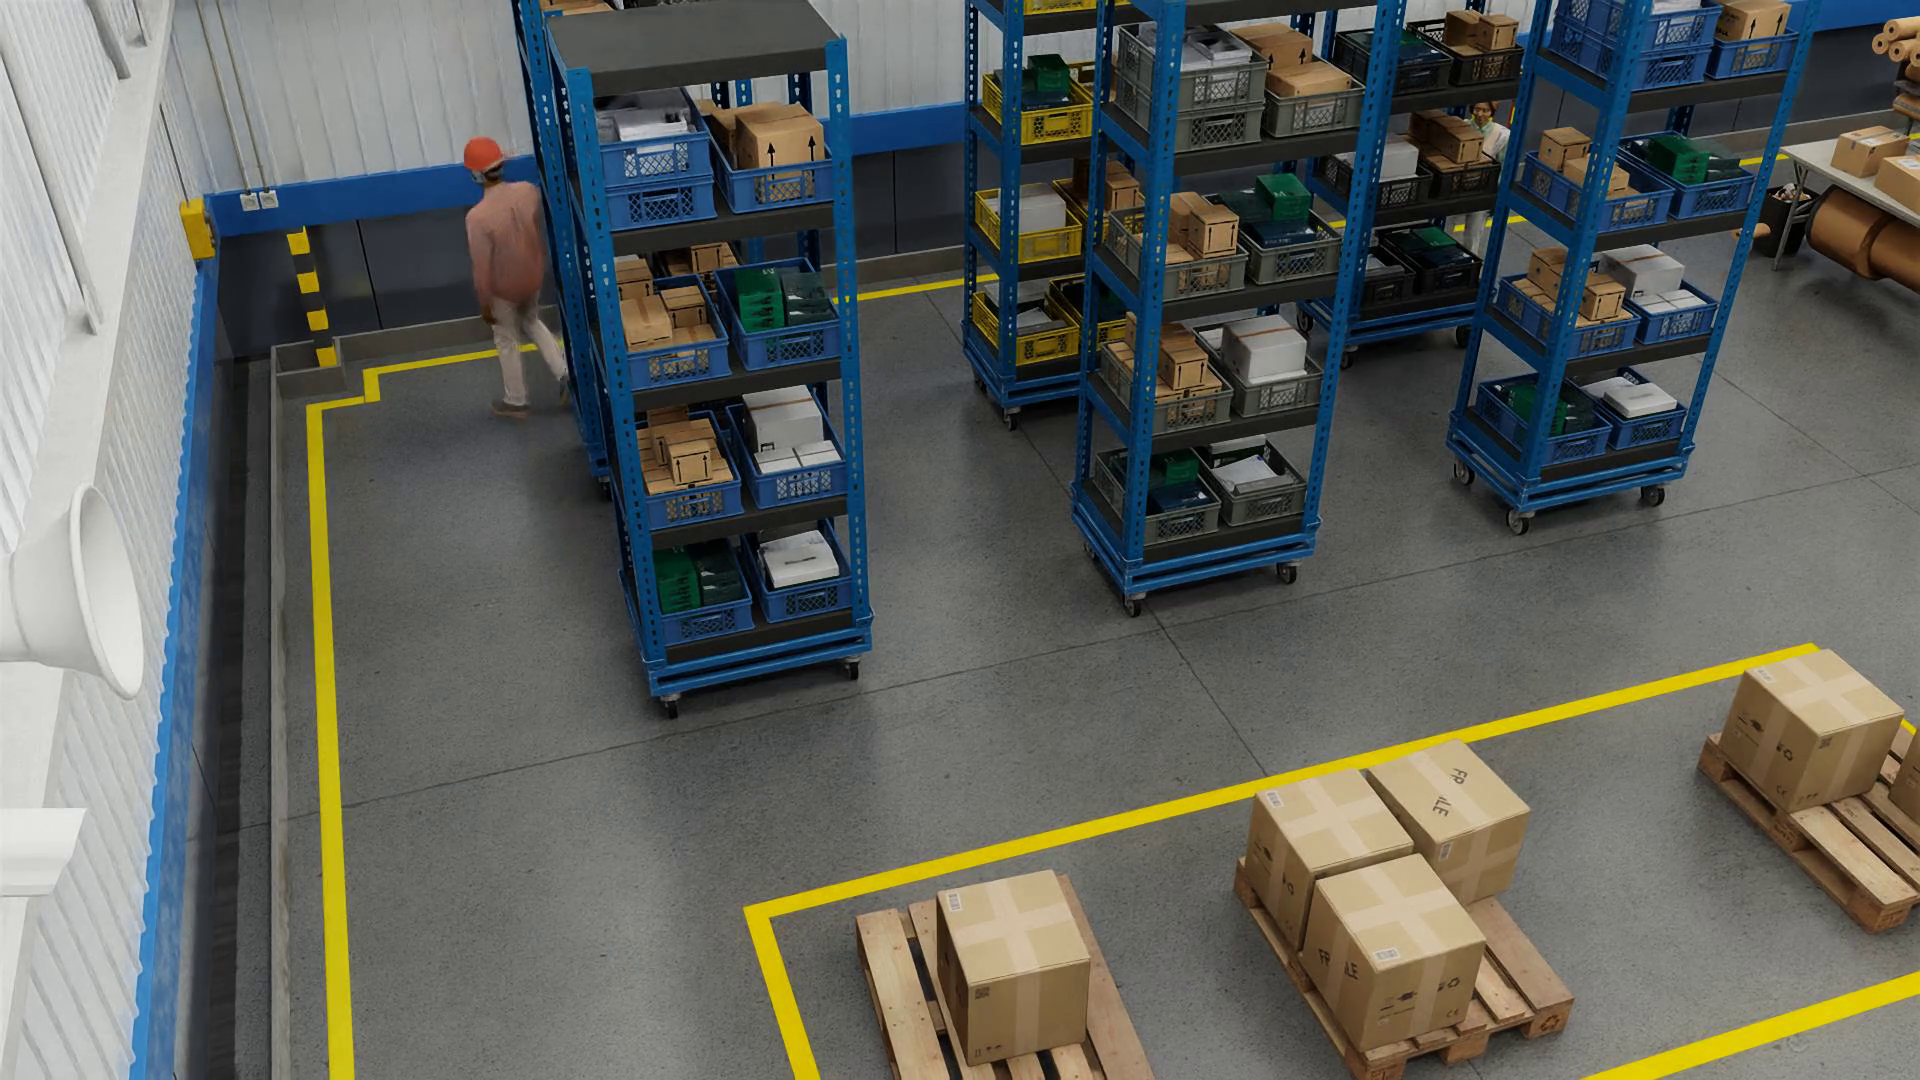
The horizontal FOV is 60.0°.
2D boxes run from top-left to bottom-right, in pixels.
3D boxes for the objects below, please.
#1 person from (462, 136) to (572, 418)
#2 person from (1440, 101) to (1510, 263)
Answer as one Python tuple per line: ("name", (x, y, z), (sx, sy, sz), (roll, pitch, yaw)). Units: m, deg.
("person", (-2.926, -1.698, 10.967), (0.572, 1.976, 0.648), (21, 40, 27))
("person", (3.818, -2.601, 12.538), (0.514, 1.641, 0.309), (10, 36, 14))
